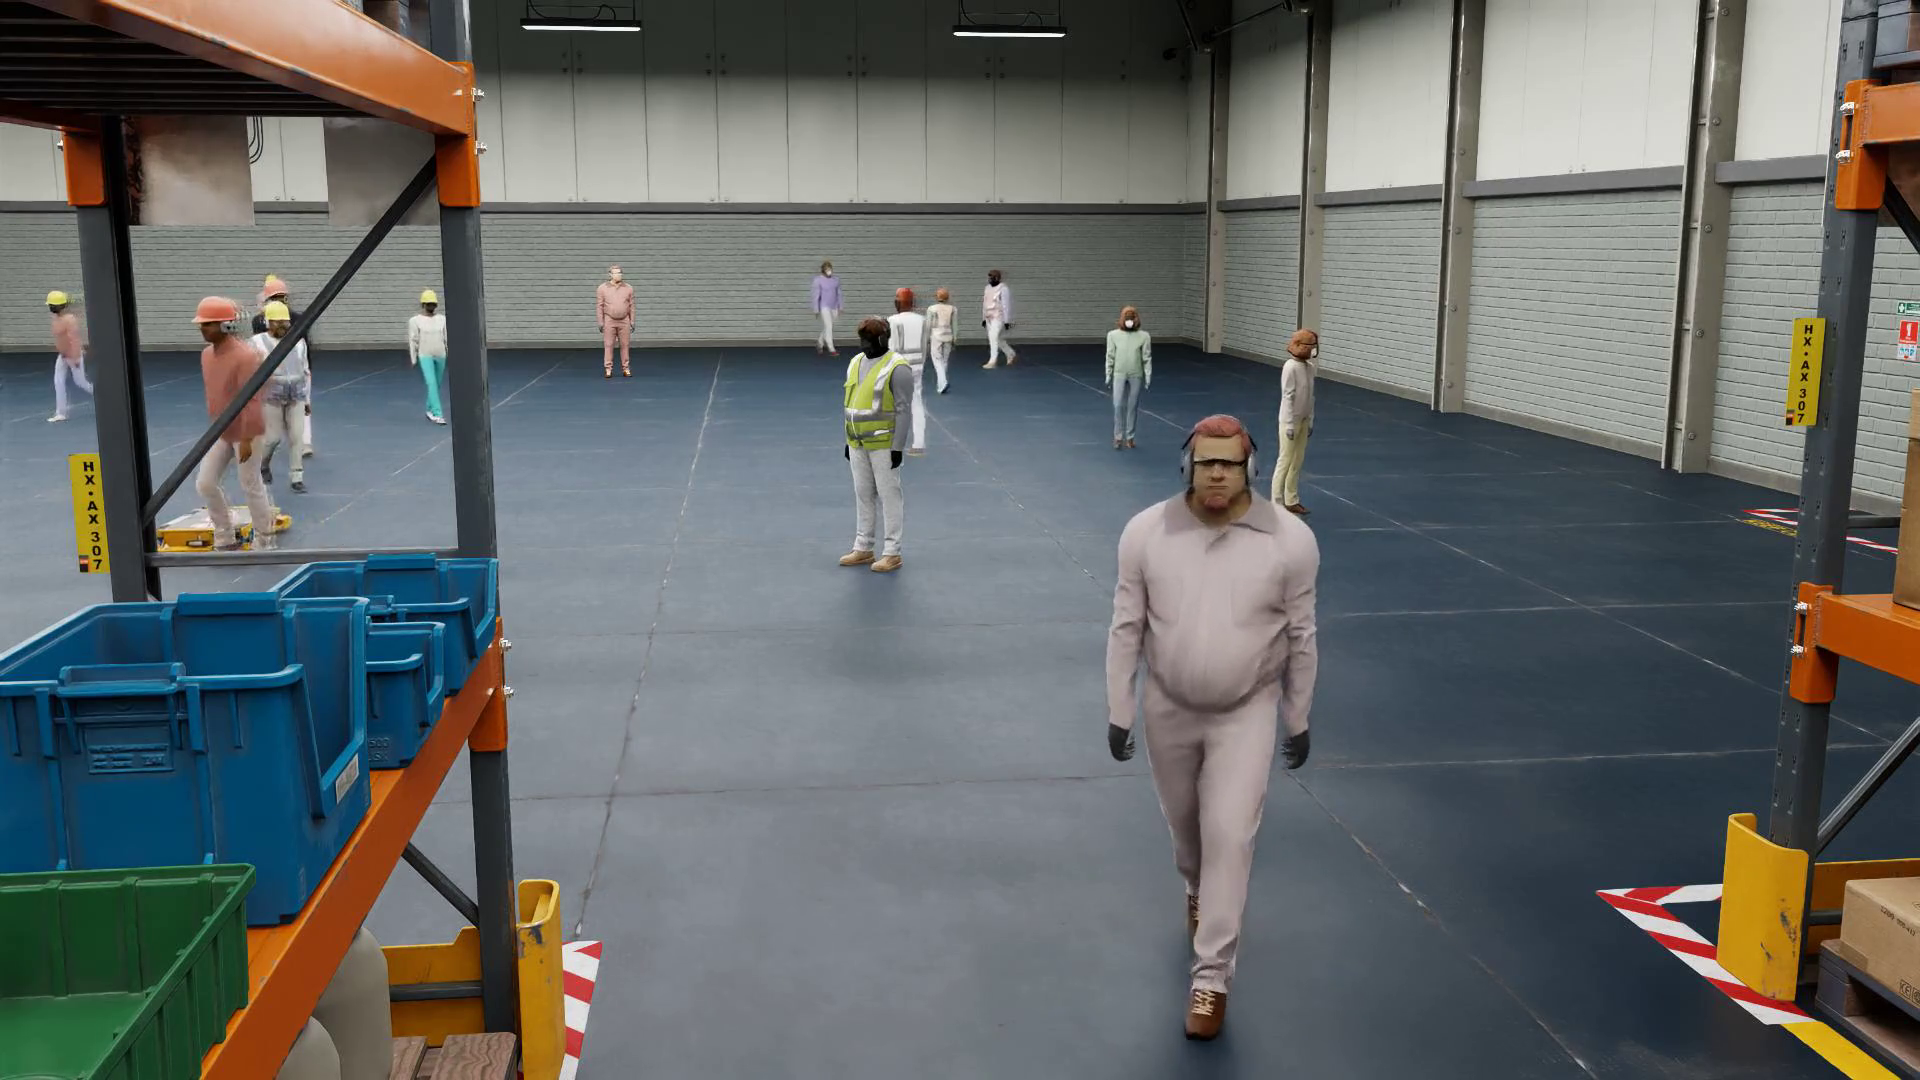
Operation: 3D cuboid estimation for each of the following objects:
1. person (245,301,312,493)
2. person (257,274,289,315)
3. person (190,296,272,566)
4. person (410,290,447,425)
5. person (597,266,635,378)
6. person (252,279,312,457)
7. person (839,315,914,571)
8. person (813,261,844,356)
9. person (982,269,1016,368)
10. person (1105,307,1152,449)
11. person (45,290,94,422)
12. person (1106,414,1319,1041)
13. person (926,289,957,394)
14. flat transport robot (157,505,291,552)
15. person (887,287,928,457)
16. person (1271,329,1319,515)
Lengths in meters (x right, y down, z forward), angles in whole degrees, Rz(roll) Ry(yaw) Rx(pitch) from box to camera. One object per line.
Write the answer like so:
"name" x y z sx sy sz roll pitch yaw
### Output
"person" -6.444 -1.356 15.744 0.594 1.815 0.600 -10 14 -42
"person" -12.686 -4.046 30.731 0.562 1.724 0.819 -4 11 -20
"person" -5.307 -0.768 12.053 0.629 1.970 0.616 5 12 28
"person" -6.838 -2.375 21.573 0.535 1.720 0.893 -8 13 -36
"person" -5.885 -3.737 28.513 0.651 1.912 0.409 -4 11 -22
"person" -7.401 -1.873 18.217 0.645 1.949 1.036 -9 14 -41
"person" -0.623 -0.700 12.058 0.627 1.844 0.429 10 14 43
"person" -2.711 -4.694 33.751 0.631 1.917 0.864 -9 14 -41
"person" 0.728 -4.074 30.627 0.751 1.818 0.623 -6 12 -31
"person" 1.905 -1.815 18.781 0.523 1.604 0.719 1 10 4
"person" -11.636 -2.428 21.872 0.558 1.720 0.798 7 12 33
"person" 0.801 0.515 5.321 0.650 1.865 0.979 3 11 18
"person" -0.259 -3.061 25.641 0.525 1.609 0.759 -4 11 -23
"flat transport robot" -5.768 -0.084 12.989 0.652 0.197 1.431 -1 10 -7
"person" -0.672 -1.860 18.394 0.596 1.840 0.947 -8 13 -38
"person" 2.893 -0.995 14.284 0.302 1.627 0.497 9 13 39
